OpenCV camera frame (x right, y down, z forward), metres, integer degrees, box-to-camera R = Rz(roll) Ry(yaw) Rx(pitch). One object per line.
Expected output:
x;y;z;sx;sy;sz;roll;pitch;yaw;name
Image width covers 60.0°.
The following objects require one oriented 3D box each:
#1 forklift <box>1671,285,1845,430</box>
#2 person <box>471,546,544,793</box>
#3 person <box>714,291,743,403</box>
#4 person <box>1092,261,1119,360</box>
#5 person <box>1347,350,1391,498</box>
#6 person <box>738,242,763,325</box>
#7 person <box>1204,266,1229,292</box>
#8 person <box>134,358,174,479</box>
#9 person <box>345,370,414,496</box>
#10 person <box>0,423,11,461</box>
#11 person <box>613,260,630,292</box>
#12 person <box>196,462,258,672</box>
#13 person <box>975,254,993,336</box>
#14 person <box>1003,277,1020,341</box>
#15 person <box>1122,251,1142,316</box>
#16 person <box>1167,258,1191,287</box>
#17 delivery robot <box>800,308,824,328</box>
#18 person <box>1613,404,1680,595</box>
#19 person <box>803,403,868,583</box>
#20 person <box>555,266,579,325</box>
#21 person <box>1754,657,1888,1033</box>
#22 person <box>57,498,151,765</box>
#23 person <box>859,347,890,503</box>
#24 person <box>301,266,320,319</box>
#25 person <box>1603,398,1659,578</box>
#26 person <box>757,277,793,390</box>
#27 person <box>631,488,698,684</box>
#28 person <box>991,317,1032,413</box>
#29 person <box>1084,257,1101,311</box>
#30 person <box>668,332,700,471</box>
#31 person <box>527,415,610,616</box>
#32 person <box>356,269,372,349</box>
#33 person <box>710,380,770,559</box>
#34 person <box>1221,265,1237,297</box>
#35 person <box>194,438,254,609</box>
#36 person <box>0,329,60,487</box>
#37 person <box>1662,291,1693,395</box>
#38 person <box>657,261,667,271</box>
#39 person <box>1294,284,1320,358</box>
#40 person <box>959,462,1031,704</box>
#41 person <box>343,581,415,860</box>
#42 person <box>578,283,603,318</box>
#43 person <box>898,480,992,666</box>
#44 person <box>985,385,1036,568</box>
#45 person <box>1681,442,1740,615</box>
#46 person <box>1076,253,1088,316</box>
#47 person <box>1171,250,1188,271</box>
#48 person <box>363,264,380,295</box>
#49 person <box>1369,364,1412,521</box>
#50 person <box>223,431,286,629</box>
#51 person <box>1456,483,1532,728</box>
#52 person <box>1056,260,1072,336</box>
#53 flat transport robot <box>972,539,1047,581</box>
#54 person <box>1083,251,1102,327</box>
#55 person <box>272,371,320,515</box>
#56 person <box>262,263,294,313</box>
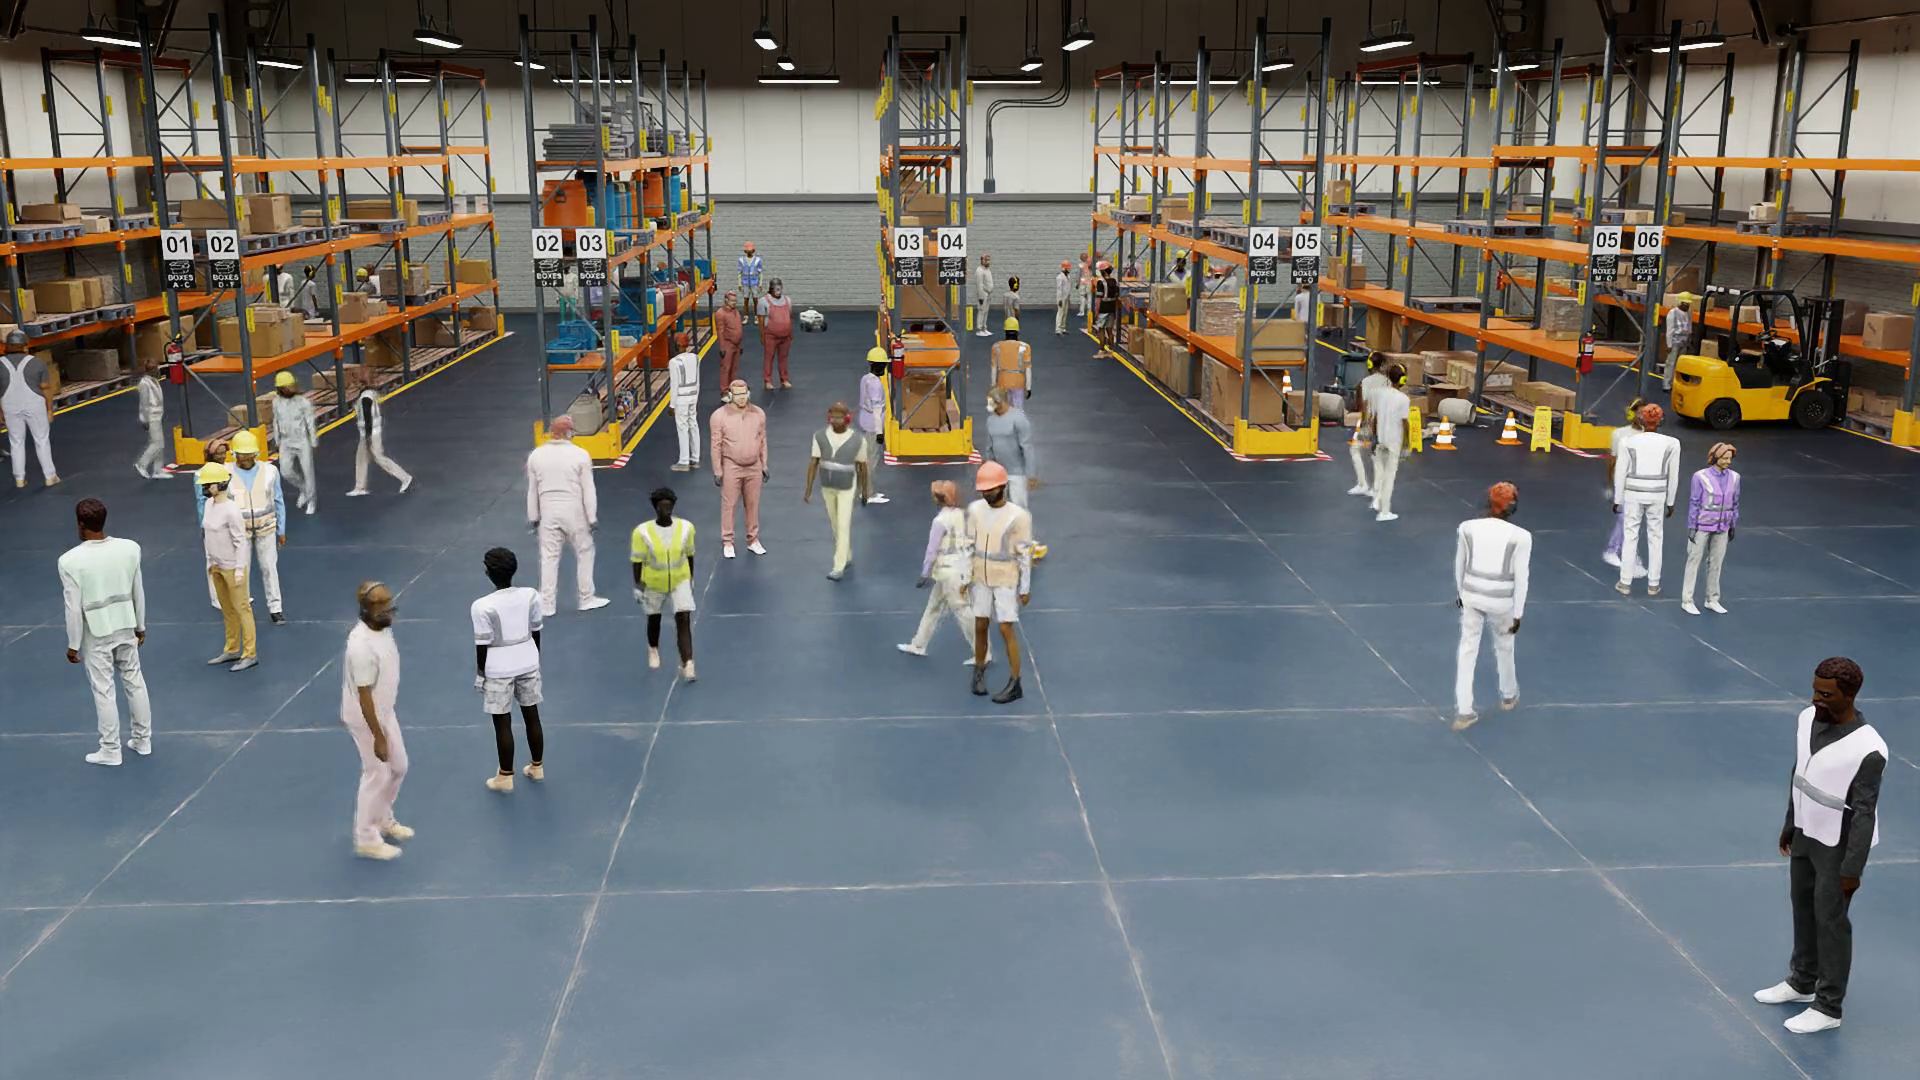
12.503;-2.886;26.166;2.313;2.155;1.214;-1;13;-3;forklift
-3.061;0.875;11.297;0.318;1.697;0.533;11;17;40;person
-3.942;-3.325;28.658;0.407;1.902;0.639;6;14;23;person
3.007;-4.745;34.411;0.610;2.028;0.408;-12;18;-42;person
5.113;-1.448;20.827;0.553;1.843;0.587;-9;16;-32;person
-5.182;-6.331;41.085;0.614;2.041;0.379;1;13;3;person
5.668;-5.170;36.772;0.573;1.755;0.319;2;13;8;person
-10.640;-1.591;21.909;0.367;1.624;0.521;-3;14;-11;person
-7.346;-1.350;20.922;0.770;1.613;0.525;-6;15;-24;person
-13.563;-1.989;23.304;0.327;1.753;0.563;0;13;0;person
-7.600;-5.451;37.491;0.403;1.987;0.608;1;13;4;person
-6.152;0.220;13.923;0.523;1.769;0.321;10;17;37;person
0.577;-5.689;38.688;0.402;1.900;0.636;3;14;14;person
1.023;-4.197;32.448;0.329;1.861;0.494;-8;16;-31;person
4.400;-6.599;42.902;0.536;1.719;0.884;1;13;3;person
4.969;-5.410;37.514;0.645;1.875;0.779;-1;13;-4;person
-3.543;-5.314;39.761;0.477;0.478;0.707;-7;15;-29;delivery robot
6.697;-0.395;16.280;0.574;1.882;0.358;4;14;15;person
-1.250;-0.495;16.891;0.580;1.792;0.946;4;14;18;person
-9.166;-5.655;38.803;0.533;1.772;0.297;-4;14;-16;person
4.297;1.491;8.236;0.397;1.911;0.588;-1;13;-4;person
-6.041;0.648;11.785;0.391;1.920;0.593;7;15;29;person
-1.045;-1.419;20.553;0.398;1.919;0.587;-3;14;-13;person
-13.840;-4.913;35.483;0.496;1.861;0.334;11;17;39;person
6.939;-0.552;17.088;0.524;1.824;0.963;-3;14;-12;person
-3.299;-3.749;30.149;0.688;2.000;0.537;-9;16;-33;person
-2.431;0.350;13.673;0.539;1.624;0.942;-5;14;-19;person
0.742;-2.245;24.012;0.594;1.928;0.361;2;13;10;person
3.210;-6.028;40.488;0.442;1.716;0.662;-5;14;-22;person
-3.745;-1.877;22.559;0.355;1.882;0.575;7;15;28;person
-3.710;-0.224;15.590;0.694;1.875;0.553;3;14;11;person
-12.952;-5.028;36.207;0.294;1.744;0.487;0;13;1;person
-2.334;-0.764;17.791;0.654;1.906;0.408;-8;15;-30;person
6.338;-5.611;38.940;0.517;1.618;0.534;-7;15;-28;person
-7.022;-0.161;15.829;0.311;1.631;0.510;6;15;23;person
-12.091;-1.710;21.510;0.684;2.000;0.535;-4;14;-17;person
12.763;-3.493;29.517;0.597;1.828;0.403;-8;16;-32;person
-7.163;-5.907;40.163;0.269;1.632;0.505;-8;16;-31;person
7.025;-4.446;33.701;0.546;1.752;0.499;3;14;14;person
0.283;0.323;13.169;0.556;1.924;0.430;10;17;37;person
-3.543;1.103;10.101;0.449;1.802;0.574;0;13;-1;person
-7.958;-5.031;35.909;0.556;1.895;0.972;2;13;9;person
-0.109;0.277;14.064;0.897;1.587;0.507;4;14;16;person
0.546;-0.662;17.415;0.377;1.898;0.752;-11;17;-40;person
7.047;-0.107;15.602;0.514;1.634;0.313;-3;14;-12;person
3.244;-6.650;43.305;0.512;1.638;0.312;-8;15;-31;person
5.215;-5.924;39.604;0.379;1.928;0.585;7;15;26;person
-12.981;-5.211;36.840;0.498;1.814;0.626;-2;13;-7;person
5.069;-1.142;19.494;0.400;1.855;0.561;-8;15;-30;person
-6.449;-0.097;15.142;0.591;1.825;0.403;-7;15;-28;person
4.066;0.465;12.721;0.589;1.836;0.946;8;16;32;person
2.439;-5.630;38.736;0.342;1.748;0.572;6;15;26;person
0.361;0.179;17.300;0.652;0.197;1.431;5;14;21;flat transport robot
3.310;-6.126;40.623;0.644;1.851;0.625;12;18;41;person
-7.916;-1.156;19.822;0.573;1.723;0.383;1;13;5;person
-14.648;-5.056;35.746;0.629;2.019;0.723;-3;14;-13;person
